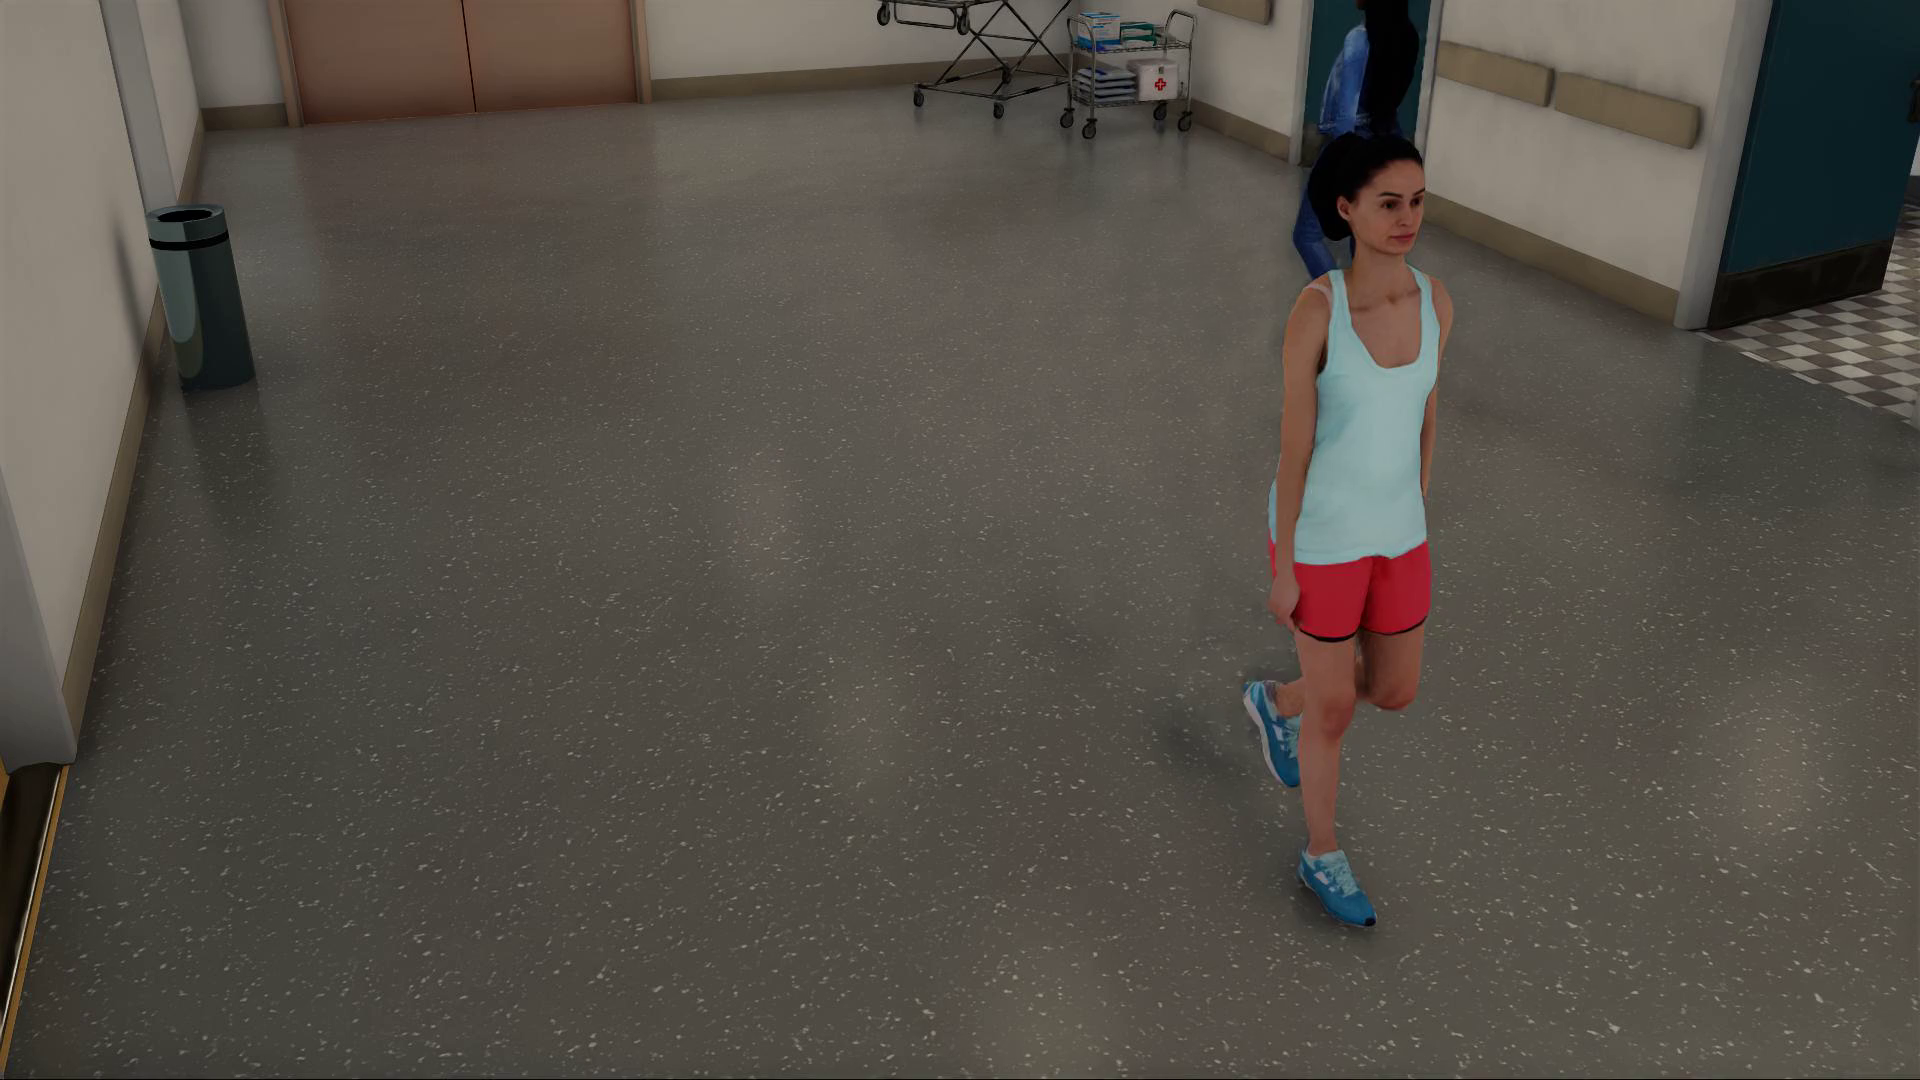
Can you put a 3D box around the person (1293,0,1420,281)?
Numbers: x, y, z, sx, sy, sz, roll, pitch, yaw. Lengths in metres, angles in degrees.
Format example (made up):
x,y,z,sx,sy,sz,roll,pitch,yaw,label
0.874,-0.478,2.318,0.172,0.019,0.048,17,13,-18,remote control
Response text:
x,y,z,sx,sy,sz,roll,pitch,yaw,label
1.708,-1.488,6.773,0.725,1.704,0.721,-23,34,-39,person

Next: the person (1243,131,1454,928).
x,y,z,sx,sy,sz,roll,pitch,yaw,label
0.806,-0.009,3.652,0.575,1.751,0.854,-10,27,-19,person
